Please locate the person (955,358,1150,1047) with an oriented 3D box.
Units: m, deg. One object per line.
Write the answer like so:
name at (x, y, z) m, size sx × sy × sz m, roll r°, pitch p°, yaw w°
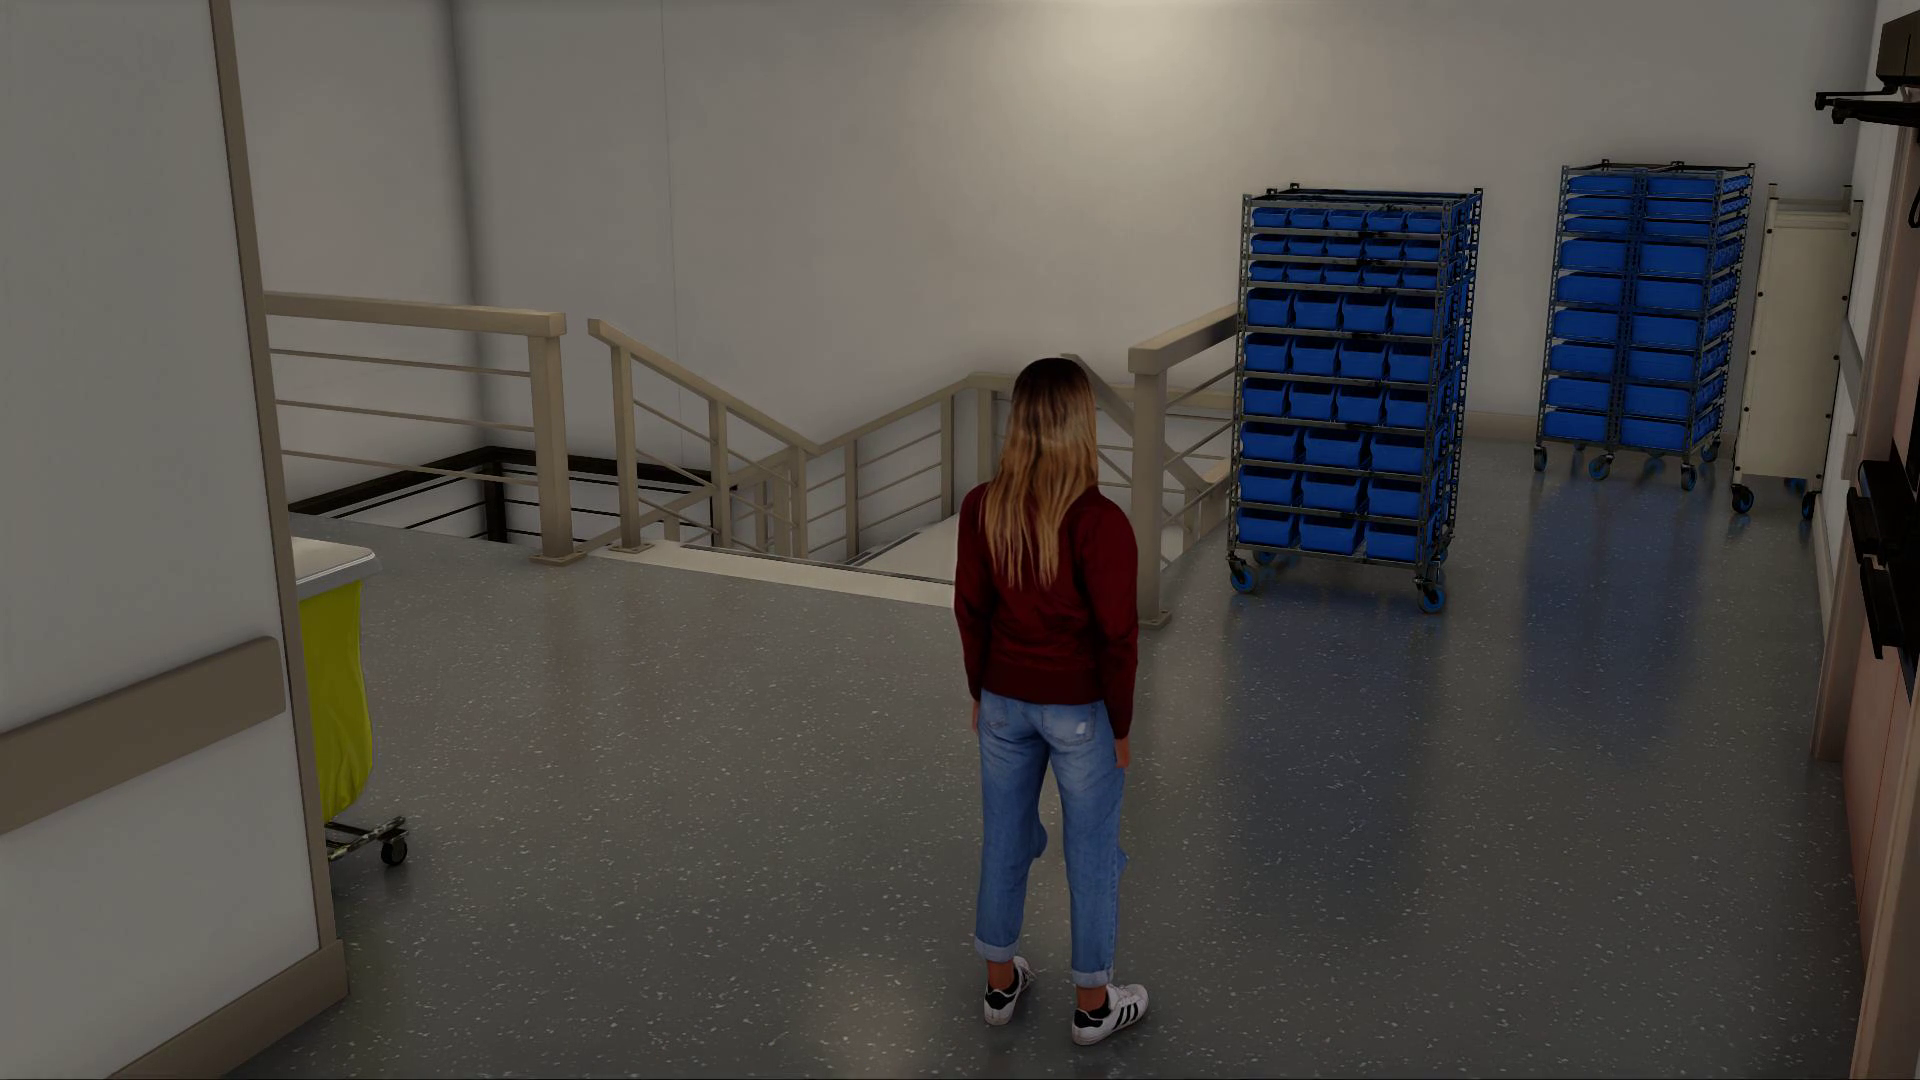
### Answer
person at (0.211, 0.386, 3.876) m, size 0.607 × 1.638 × 0.536 m, roll 8°, pitch 18°, yaw 27°
